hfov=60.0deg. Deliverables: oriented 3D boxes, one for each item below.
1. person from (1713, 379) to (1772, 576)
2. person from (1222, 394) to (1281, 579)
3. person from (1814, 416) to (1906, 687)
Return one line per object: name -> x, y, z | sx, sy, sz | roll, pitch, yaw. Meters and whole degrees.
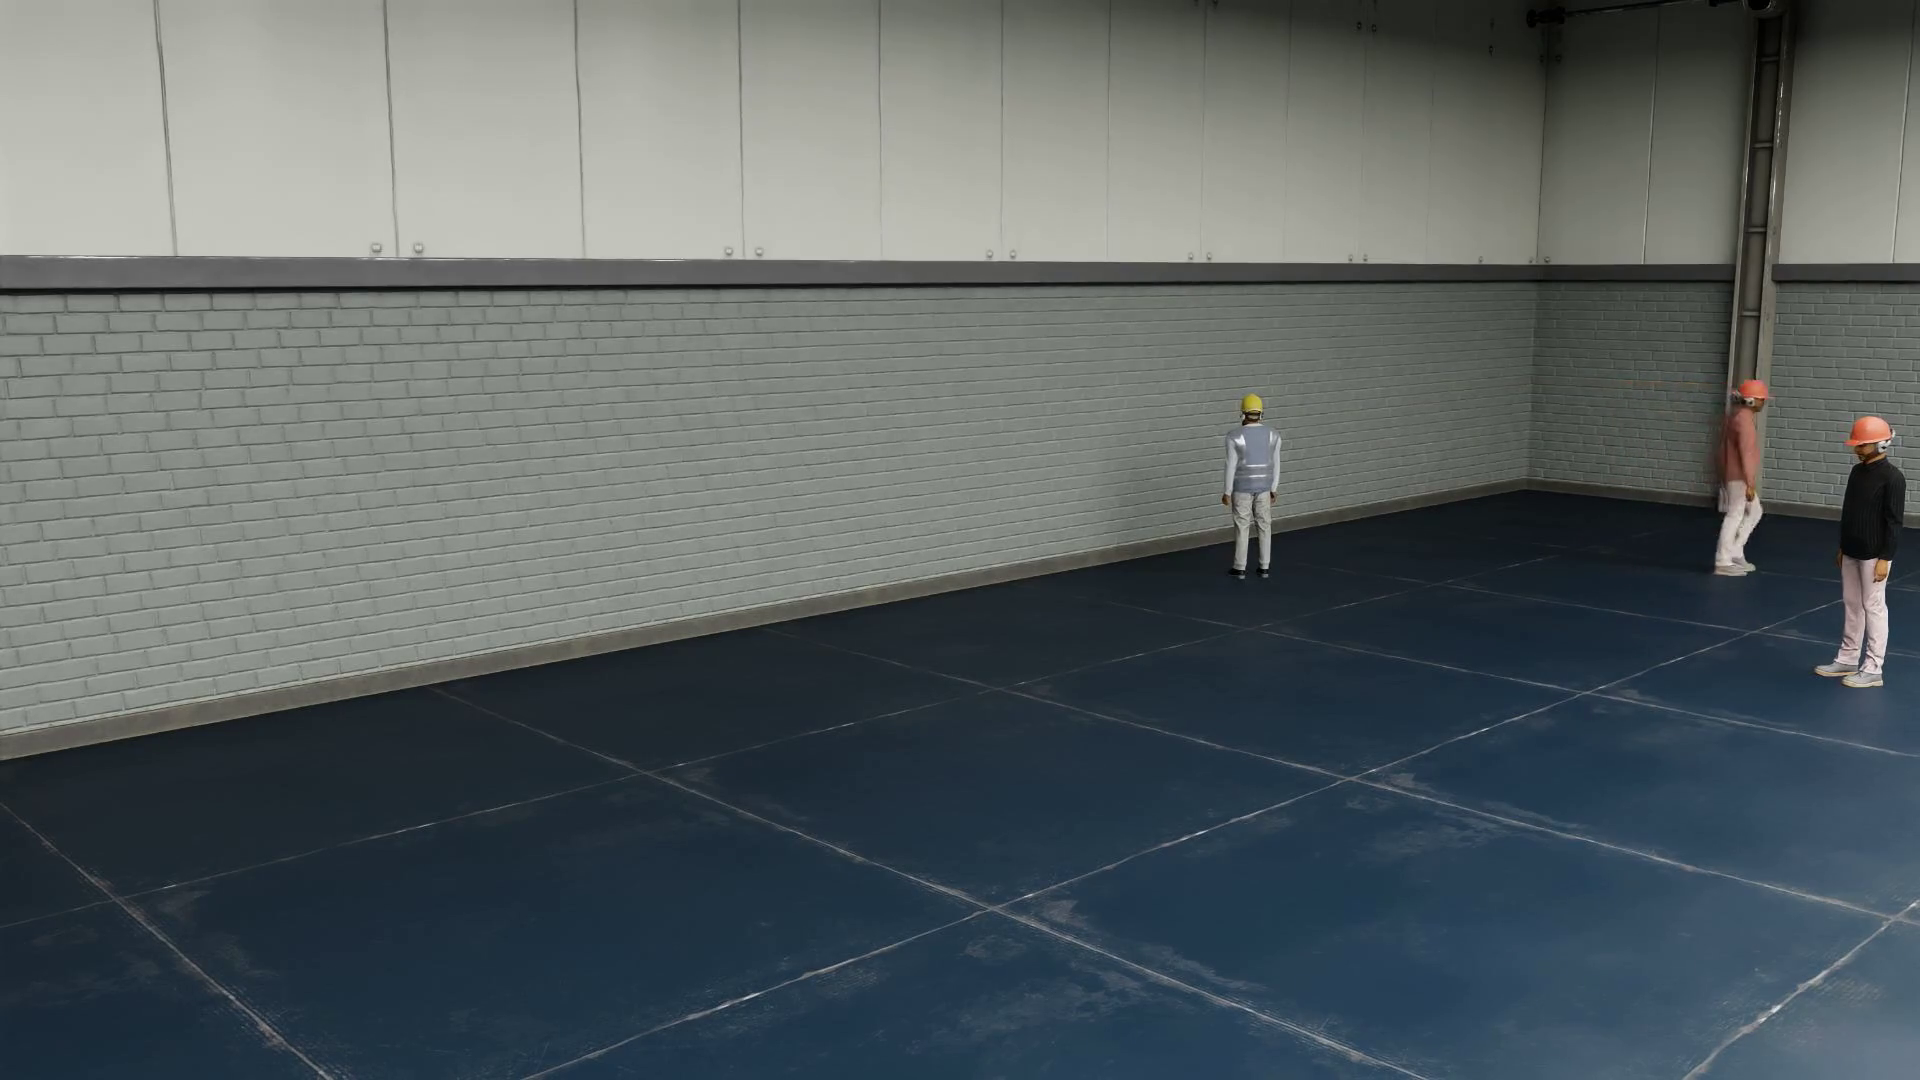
person -> 7.827, -0.610, 16.547 | 0.572, 1.970, 0.662 | 3, 10, 17
person -> 2.874, -0.528, 16.481 | 0.588, 1.835, 0.403 | -2, 9, -13
person -> 6.643, 0.083, 12.222 | 0.388, 1.987, 0.608 | -1, 9, -3
